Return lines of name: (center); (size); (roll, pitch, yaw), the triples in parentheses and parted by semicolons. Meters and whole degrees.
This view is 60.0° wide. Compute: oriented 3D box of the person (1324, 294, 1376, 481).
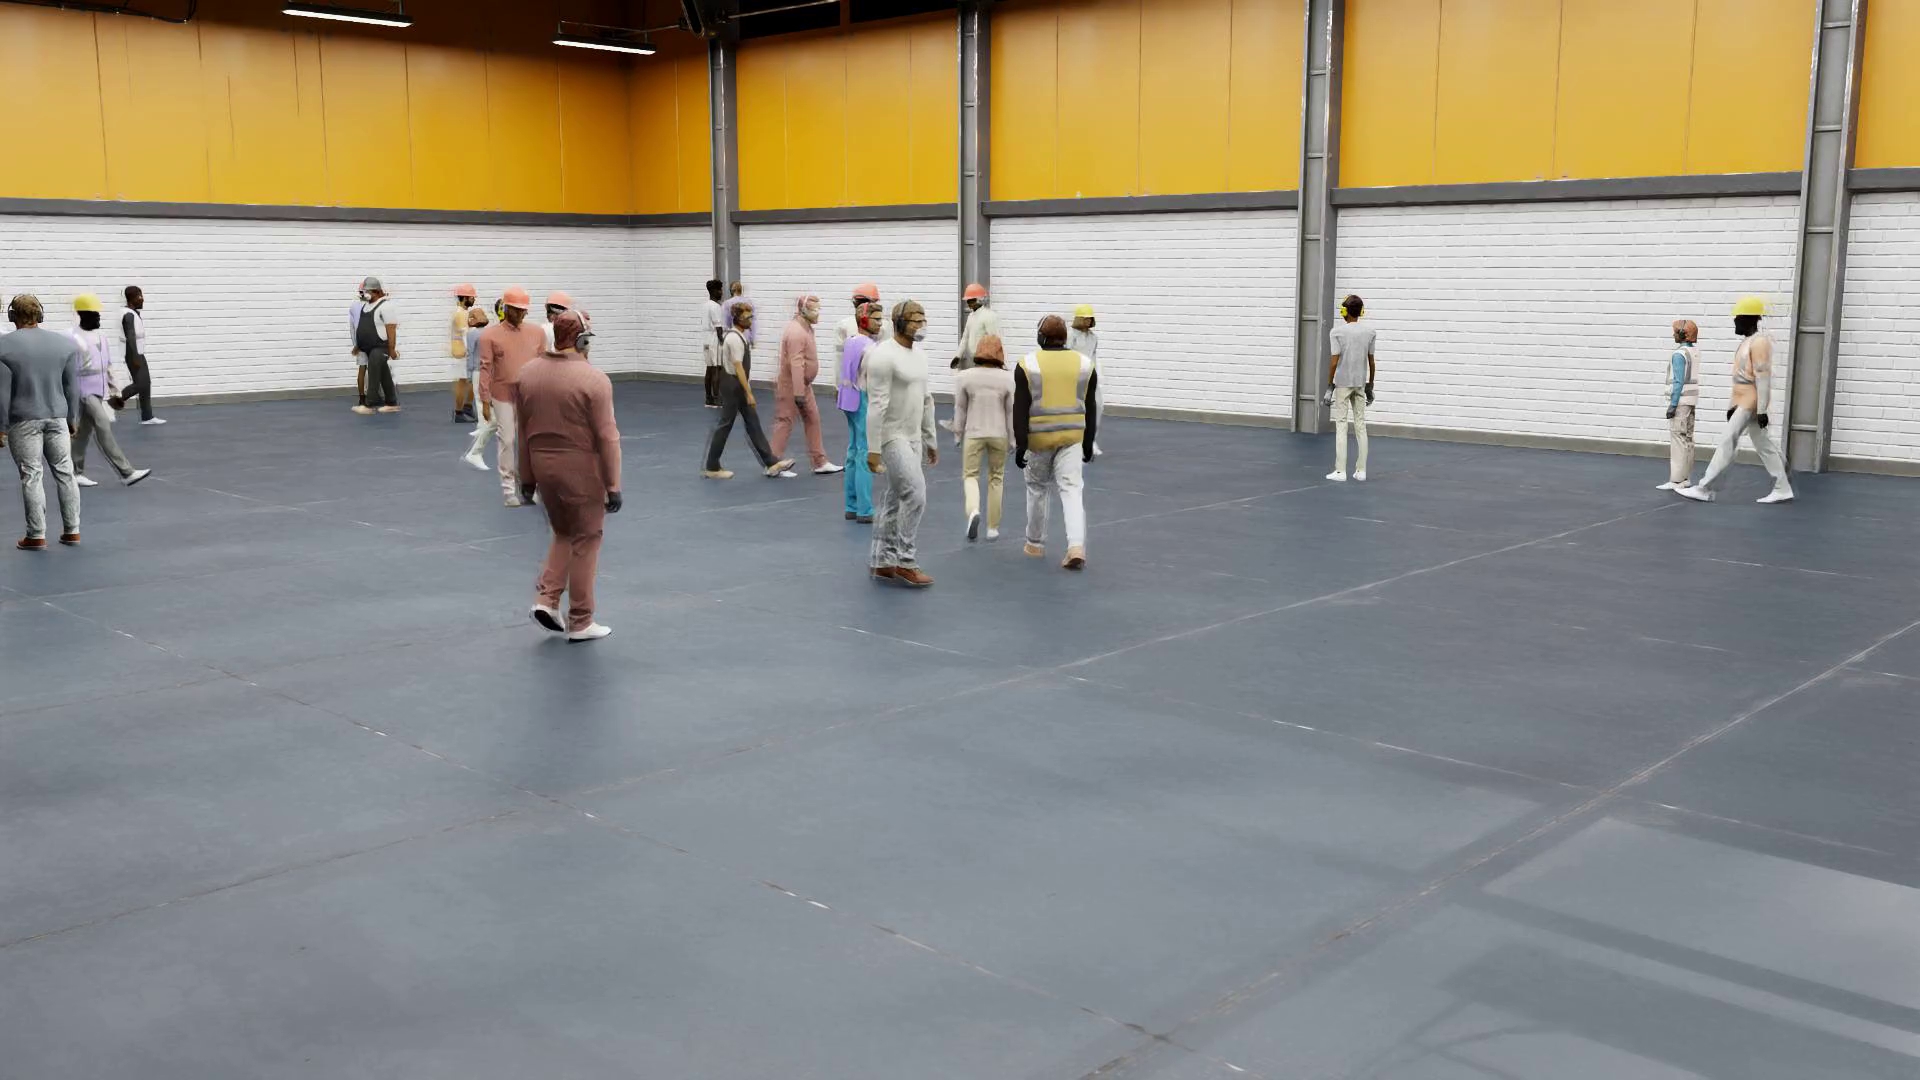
person: (3.902, -1.516, 16.654); (0.535, 1.861, 0.312); (-2, 10, -13)

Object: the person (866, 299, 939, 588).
person: (-0.320, -0.633, 11.066); (0.699, 1.913, 0.658); (5, 10, 26)

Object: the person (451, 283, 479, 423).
person: (-6.774, -2.558, 22.889); (0.507, 1.918, 0.546); (-1, 9, -9)

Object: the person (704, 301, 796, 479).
person: (-2.141, -1.477, 16.635); (0.971, 1.788, 0.534); (0, 9, -2)

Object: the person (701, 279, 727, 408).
person: (-3.738, -2.992, 25.384); (0.367, 1.966, 0.607); (-6, 11, -31)

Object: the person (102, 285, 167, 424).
person: (-11.253, -2.499, 22.568); (0.676, 1.901, 0.607); (-3, 10, -18)

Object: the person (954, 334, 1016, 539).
person: (0.203, -0.782, 12.880); (0.514, 1.617, 0.583); (0, 9, 2)

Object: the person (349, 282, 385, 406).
person: (-9.148, -3.035, 25.741); (0.549, 1.933, 0.373); (3, 10, 17)

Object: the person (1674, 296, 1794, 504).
person: (7.072, -1.251, 14.987); (1.019, 1.875, 0.606); (3, 10, 18)

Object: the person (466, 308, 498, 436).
person: (-6.099, -2.139, 21.201); (0.292, 1.624, 0.495); (4, 10, 24)

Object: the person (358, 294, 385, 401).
person: (-9.499, -3.148, 26.759); (0.404, 1.828, 0.598); (-8, 12, -41)

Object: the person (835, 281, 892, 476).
person: (-0.975, -1.592, 16.690); (0.619, 2.011, 0.992); (4, 10, 24)

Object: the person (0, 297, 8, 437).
person: (-12.168, -2.222, 21.015); (0.393, 1.857, 0.607); (-3, 10, -19)

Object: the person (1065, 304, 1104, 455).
person: (1.410, -1.808, 18.872); (0.491, 1.727, 0.536); (-5, 11, -30)

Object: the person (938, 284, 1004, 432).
person: (0.235, -2.333, 21.473); (1.082, 1.922, 0.608); (-3, 10, -16)

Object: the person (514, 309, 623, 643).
person: (-2.186, -0.358, 9.460); (0.676, 1.890, 0.429); (5, 10, 27)

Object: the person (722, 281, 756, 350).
person: (-3.757, -3.328, 27.605); (0.794, 1.909, 0.651); (7, 12, 38)

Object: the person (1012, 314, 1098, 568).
person: (0.688, -0.711, 11.915); (0.645, 1.808, 0.951); (-2, 9, -13)

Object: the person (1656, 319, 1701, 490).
person: (6.920, -1.291, 15.953); (0.306, 1.640, 0.523); (8, 12, 39)

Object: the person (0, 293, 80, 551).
person: (-6.975, -0.887, 12.565); (0.378, 1.940, 0.628); (8, 12, 39)

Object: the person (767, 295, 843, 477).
person: (-1.579, -1.548, 16.898); (0.871, 1.855, 0.670); (1, 9, 7)

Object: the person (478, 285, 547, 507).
person: (-3.951, -1.267, 14.788); (0.662, 1.968, 0.513); (-5, 11, -29)

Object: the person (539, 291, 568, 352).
person: (-3.956, -1.467, 16.211); (0.416, 1.908, 0.574); (9, 13, 43)

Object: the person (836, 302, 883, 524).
person: (-0.823, -1.058, 13.913); (0.389, 1.839, 0.564); (-4, 10, -21)

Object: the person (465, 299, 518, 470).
person: (-4.783, -1.625, 17.429); (0.975, 1.831, 0.524); (1, 9, 7)

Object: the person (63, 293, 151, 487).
person: (-8.315, -1.437, 16.100); (0.954, 1.876, 0.612); (1, 9, 3)

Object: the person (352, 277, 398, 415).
person: (-8.639, -2.856, 24.321); (0.918, 2.000, 0.692); (-9, 13, -43)
